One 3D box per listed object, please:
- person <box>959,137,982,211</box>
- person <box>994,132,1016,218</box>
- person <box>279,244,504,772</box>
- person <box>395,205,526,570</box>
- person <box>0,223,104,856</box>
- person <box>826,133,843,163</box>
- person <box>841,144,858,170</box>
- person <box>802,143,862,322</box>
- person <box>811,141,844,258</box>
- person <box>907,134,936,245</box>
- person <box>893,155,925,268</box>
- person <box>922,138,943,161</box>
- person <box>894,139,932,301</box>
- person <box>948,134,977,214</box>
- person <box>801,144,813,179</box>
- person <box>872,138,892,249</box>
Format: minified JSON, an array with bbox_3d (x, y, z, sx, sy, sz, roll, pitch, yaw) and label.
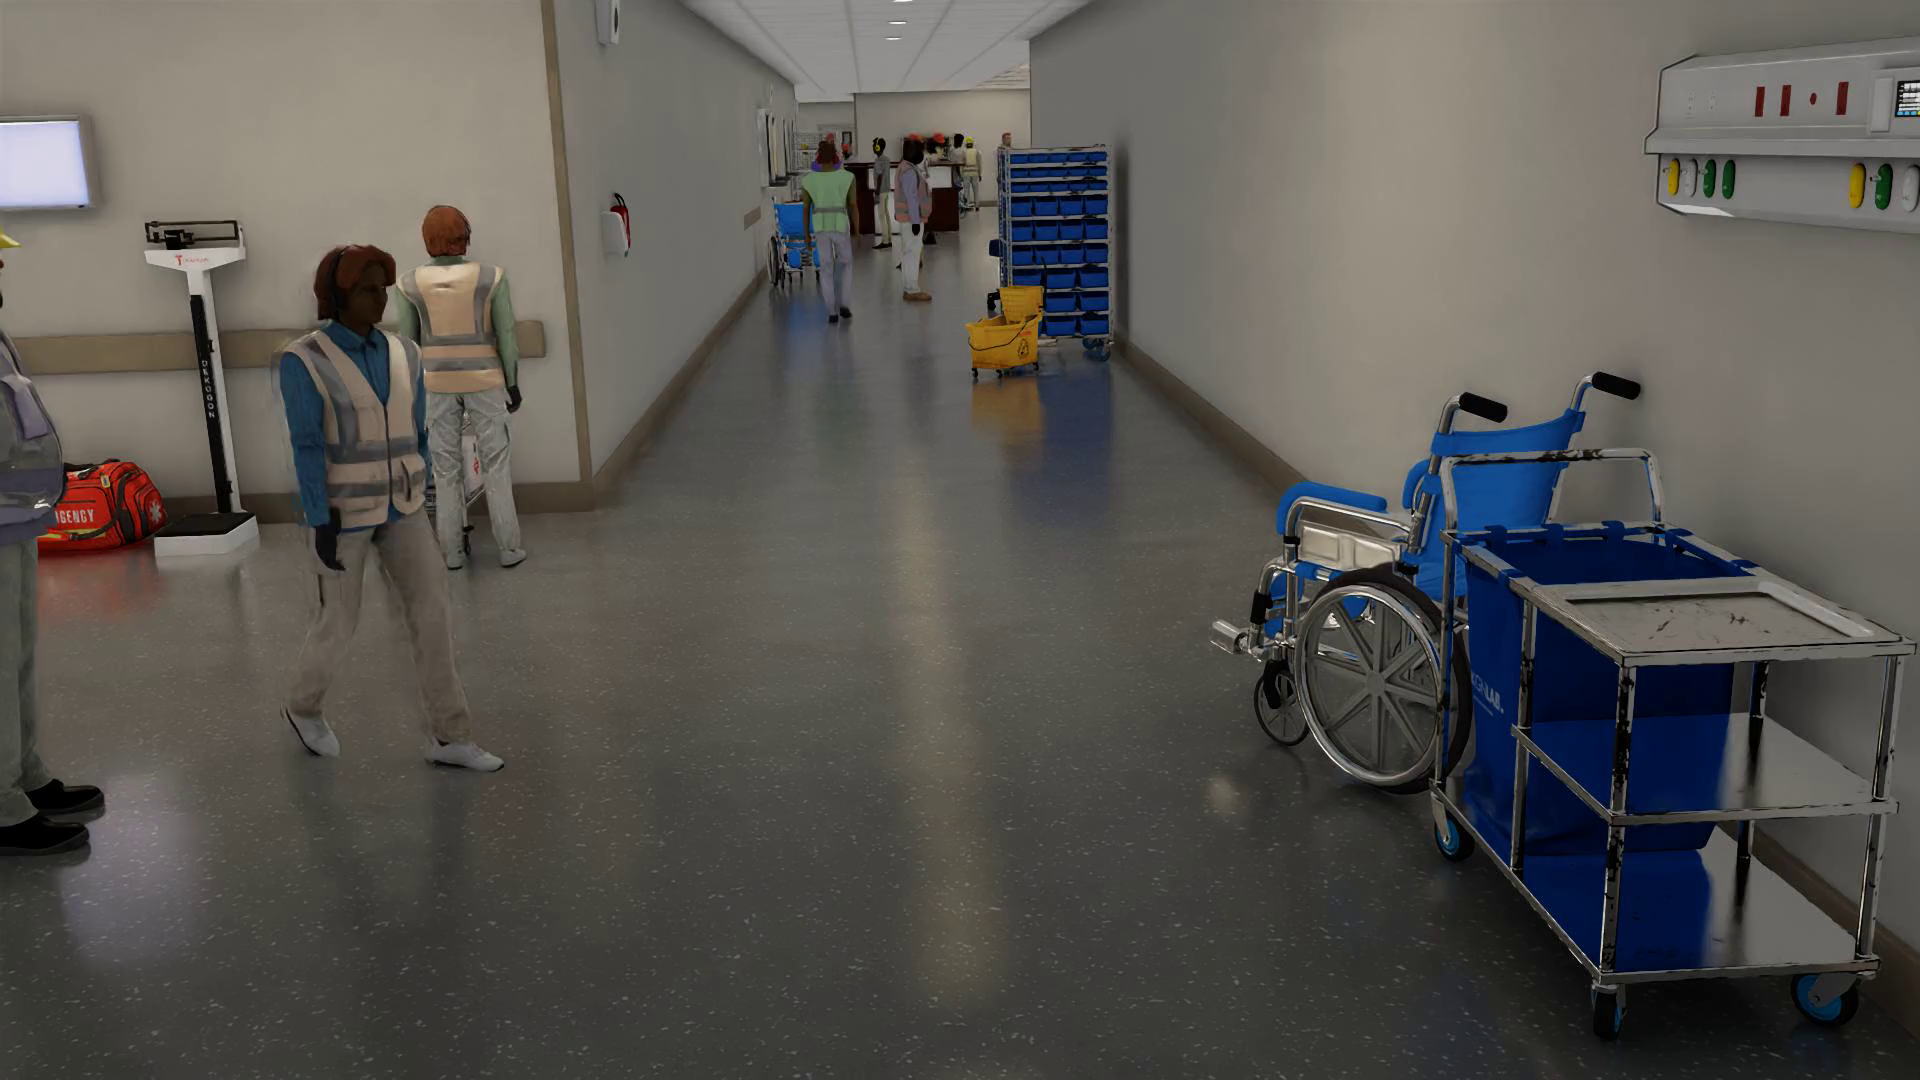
[{"bbox_3d":[0.254,-9.107,41.415,0.601,1.831,0.404,-5,14,-12],"label":"person"},{"bbox_3d":[1.066,-8.216,37.506,0.403,1.904,0.651,11,19,42],"label":"person"},{"bbox_3d":[-1.815,-0.084,5.043,0.758,1.606,0.523,8,16,34],"label":"person"},{"bbox_3d":[-2.227,-0.668,7.452,0.514,1.633,0.314,-3,14,-4],"label":"person"},{"bbox_3d":[-2.648,-0.050,4.542,0.404,1.827,0.600,-6,14,-17],"label":"person"},{"bbox_3d":[-2.915,-8.339,38.295,0.376,1.995,0.608,7,16,31],"label":"person"},{"bbox_3d":[-2.783,-8.850,40.940,0.581,1.731,0.624,8,17,34],"label":"person"},{"bbox_3d":[-1.324,-3.191,17.290,0.606,1.824,0.605,-2,14,1],"label":"person"},{"bbox_3d":[-2.096,-5.429,26.547,0.564,1.847,0.396,4,15,22],"label":"person"},{"bbox_3d":[-0.762,-6.127,29.137,0.701,1.909,0.573,-2,14,-1],"label":"person"},{"bbox_3d":[-0.721,-4.731,23.962,0.507,1.632,0.265,4,15,23],"label":"person"},{"bbox_3d":[-0.621,-8.200,37.798,0.625,1.838,0.430,-10,16,-30],"label":"person"},{"bbox_3d":[-0.533,-3.694,19.250,0.429,1.840,0.633,-3,14,-8],"label":"person"},{"bbox_3d":[-0.041,-8.782,39.943,0.942,1.909,0.685,-2,14,-2],"label":"person"},{"bbox_3d":[-4.252,-10.107,46.202,0.321,1.765,0.533,4,15,21],"label":"person"},{"bbox_3d":[-1.352,-5.919,28.430,0.328,1.872,0.513,3,14,17],"label":"person"}]
